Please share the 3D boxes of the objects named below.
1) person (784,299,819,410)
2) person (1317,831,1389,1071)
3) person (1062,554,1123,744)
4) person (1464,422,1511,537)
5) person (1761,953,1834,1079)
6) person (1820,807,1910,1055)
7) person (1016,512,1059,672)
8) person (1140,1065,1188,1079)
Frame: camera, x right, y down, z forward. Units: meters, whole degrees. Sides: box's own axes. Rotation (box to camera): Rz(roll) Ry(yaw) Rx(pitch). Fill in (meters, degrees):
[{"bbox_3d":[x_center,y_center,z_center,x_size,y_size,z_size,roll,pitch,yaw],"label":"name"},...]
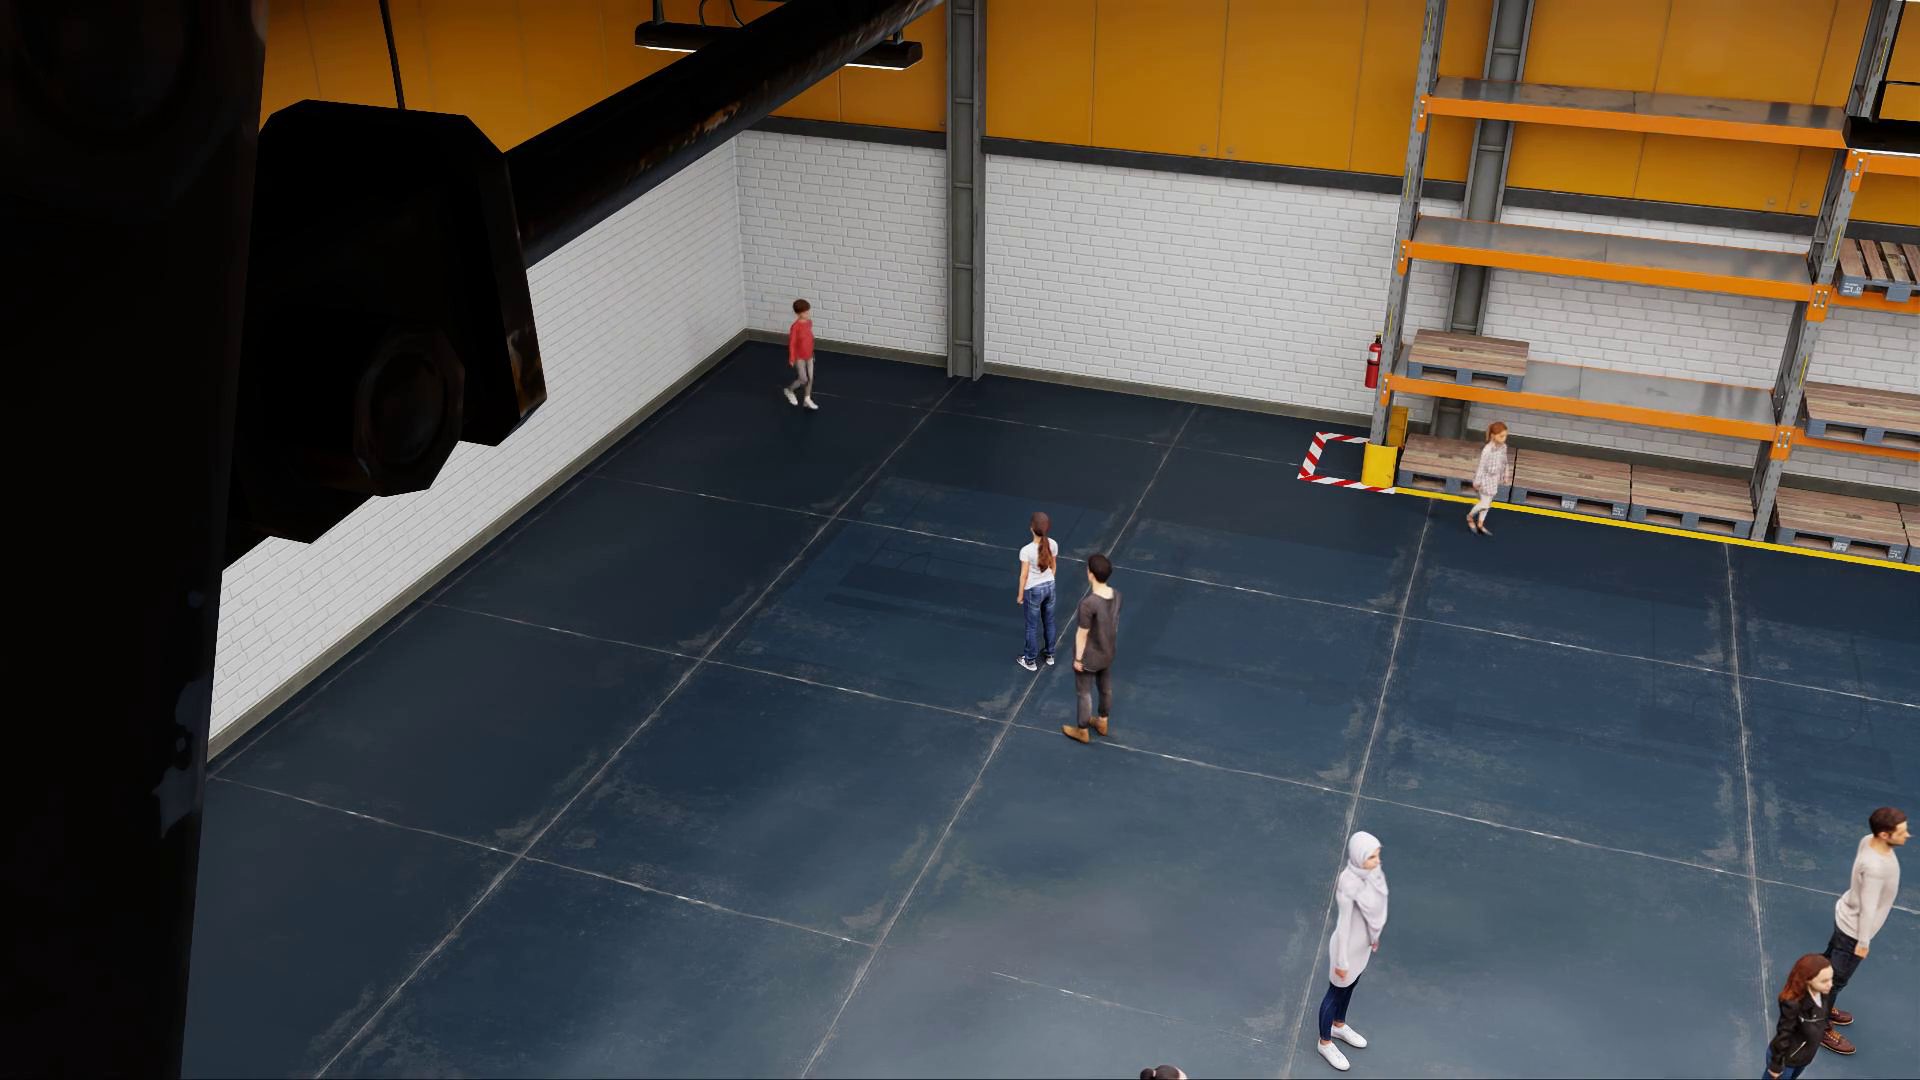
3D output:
[{"bbox_3d":[-1.954,-2.255,20.095,0.714,1.405,0.623,17,33,28],"label":"person"},{"bbox_3d":[2.531,2.622,10.768,0.650,1.776,0.678,23,36,35],"label":"person"},{"bbox_3d":[1.153,0.913,13.967,0.709,1.712,0.722,-22,36,-35],"label":"person"},{"bbox_3d":[5.442,-0.667,17.294,0.647,1.300,0.690,-19,34,-31],"label":"person"},{"bbox_3d":[5.074,3.115,10.169,0.641,1.483,0.672,-18,33,-30],"label":"person"},{"bbox_3d":[5.859,2.505,10.885,0.582,1.868,0.659,12,31,21],"label":"person"},{"bbox_3d":[0.713,0.441,14.987,0.626,1.563,0.683,-14,31,-23],"label":"person"},{"bbox_3d":[1.113,3.538,9.218,0.689,1.651,0.675,-5,29,-10],"label":"person"}]
